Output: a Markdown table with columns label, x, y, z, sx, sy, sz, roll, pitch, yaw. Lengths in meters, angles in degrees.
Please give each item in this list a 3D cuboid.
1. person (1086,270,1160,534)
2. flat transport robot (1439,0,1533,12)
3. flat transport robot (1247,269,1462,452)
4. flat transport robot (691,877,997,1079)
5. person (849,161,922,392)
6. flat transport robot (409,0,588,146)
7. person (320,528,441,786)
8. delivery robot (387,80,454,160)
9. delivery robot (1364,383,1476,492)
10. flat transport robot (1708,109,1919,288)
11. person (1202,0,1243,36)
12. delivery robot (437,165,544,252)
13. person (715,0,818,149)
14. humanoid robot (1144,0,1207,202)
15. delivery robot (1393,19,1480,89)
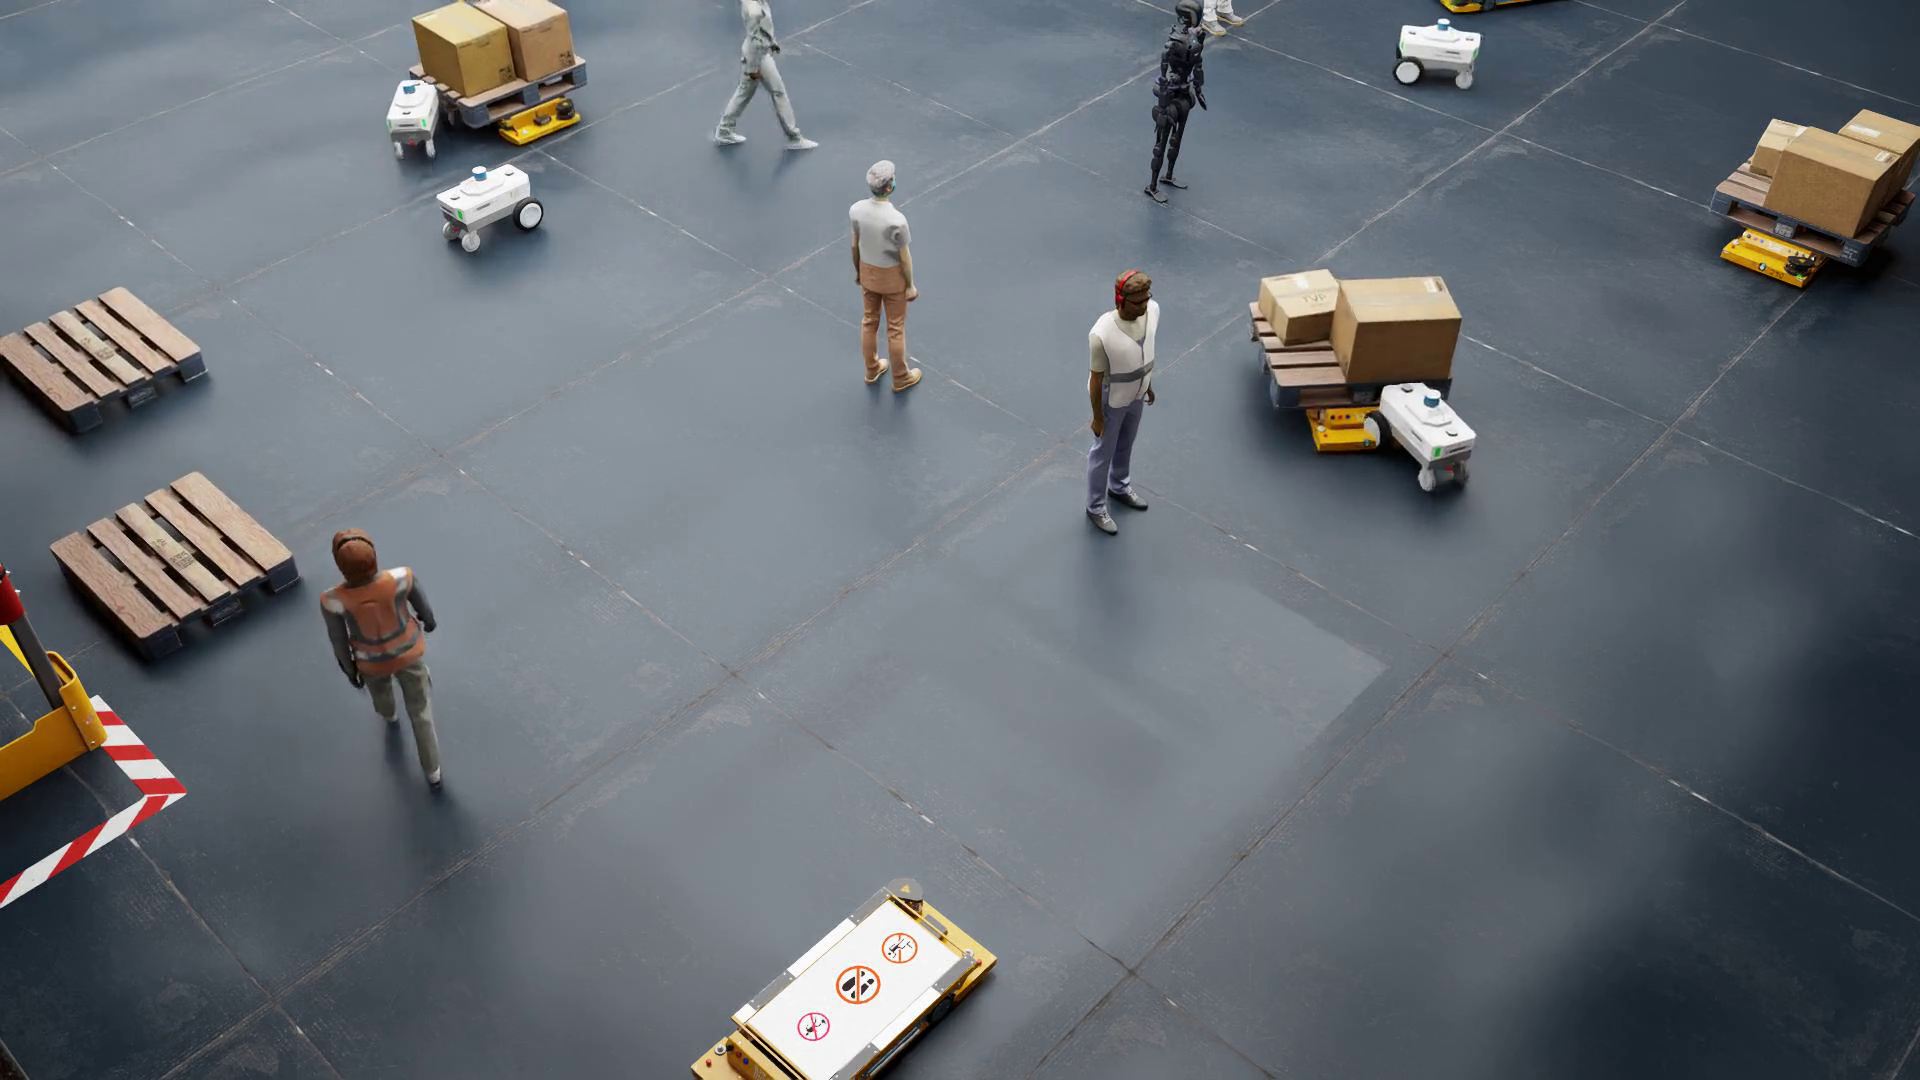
| label | x | y | z | sx | sy | sz | roll | pitch | yaw |
| --- | --- | --- | --- | --- | --- | --- | --- | --- | --- |
| person | 0.993 | -0.887 | 10.336 | 0.388 | 1.842 | 0.565 | 32 | 51 | 30 |
| flat transport robot | 5.459 | -5.601 | 16.752 | 1.431 | 0.231 | 0.659 | -11 | 43 | -12 |
| flat transport robot | 2.711 | -1.147 | 11.800 | 0.659 | 0.231 | 1.431 | -3 | 42 | -3 |
| flat transport robot | -0.540 | 2.262 | 8.012 | 0.659 | 0.231 | 1.431 | 32 | 51 | 30 |
| person | -0.521 | -1.806 | 11.428 | 0.482 | 1.748 | 0.324 | 22 | 47 | 23 |
| flat transport robot | -4.099 | -3.963 | 14.930 | 0.659 | 0.231 | 1.431 | -34 | 52 | -32 |
| person | -3.065 | 0.548 | 8.923 | 0.527 | 1.598 | 0.840 | -15 | 44 | -16 |
| delivery robot | -4.717 | -3.686 | 14.423 | 0.499 | 0.612 | 0.815 | -3 | 42 | -4 |
| delivery robot | 3.099 | -0.754 | 11.162 | 0.499 | 0.610 | 0.788 | -16 | 44 | -17 |
| flat transport robot | 6.719 | -2.492 | 13.295 | 0.659 | 0.231 | 1.431 | 32 | 51 | 30 |
| person | 2.556 | -5.741 | 15.700 | 0.354 | 1.884 | 0.577 | 32 | 51 | 30 |
| delivery robot | -3.791 | -2.710 | 13.303 | 0.499 | 0.566 | 0.739 | 32 | 51 | 30 |
| person | -1.720 | -4.092 | 14.012 | 0.876 | 1.705 | 0.496 | -7 | 42 | -8 |
| humanoid robot | 1.760 | -3.564 | 13.422 | 0.315 | 1.659 | 0.599 | 32 | 51 | 30 |
| delivery robot | 4.376 | -4.492 | 15.316 | 0.807 | 0.609 | 0.499 | 10 | 43 | 11 |
